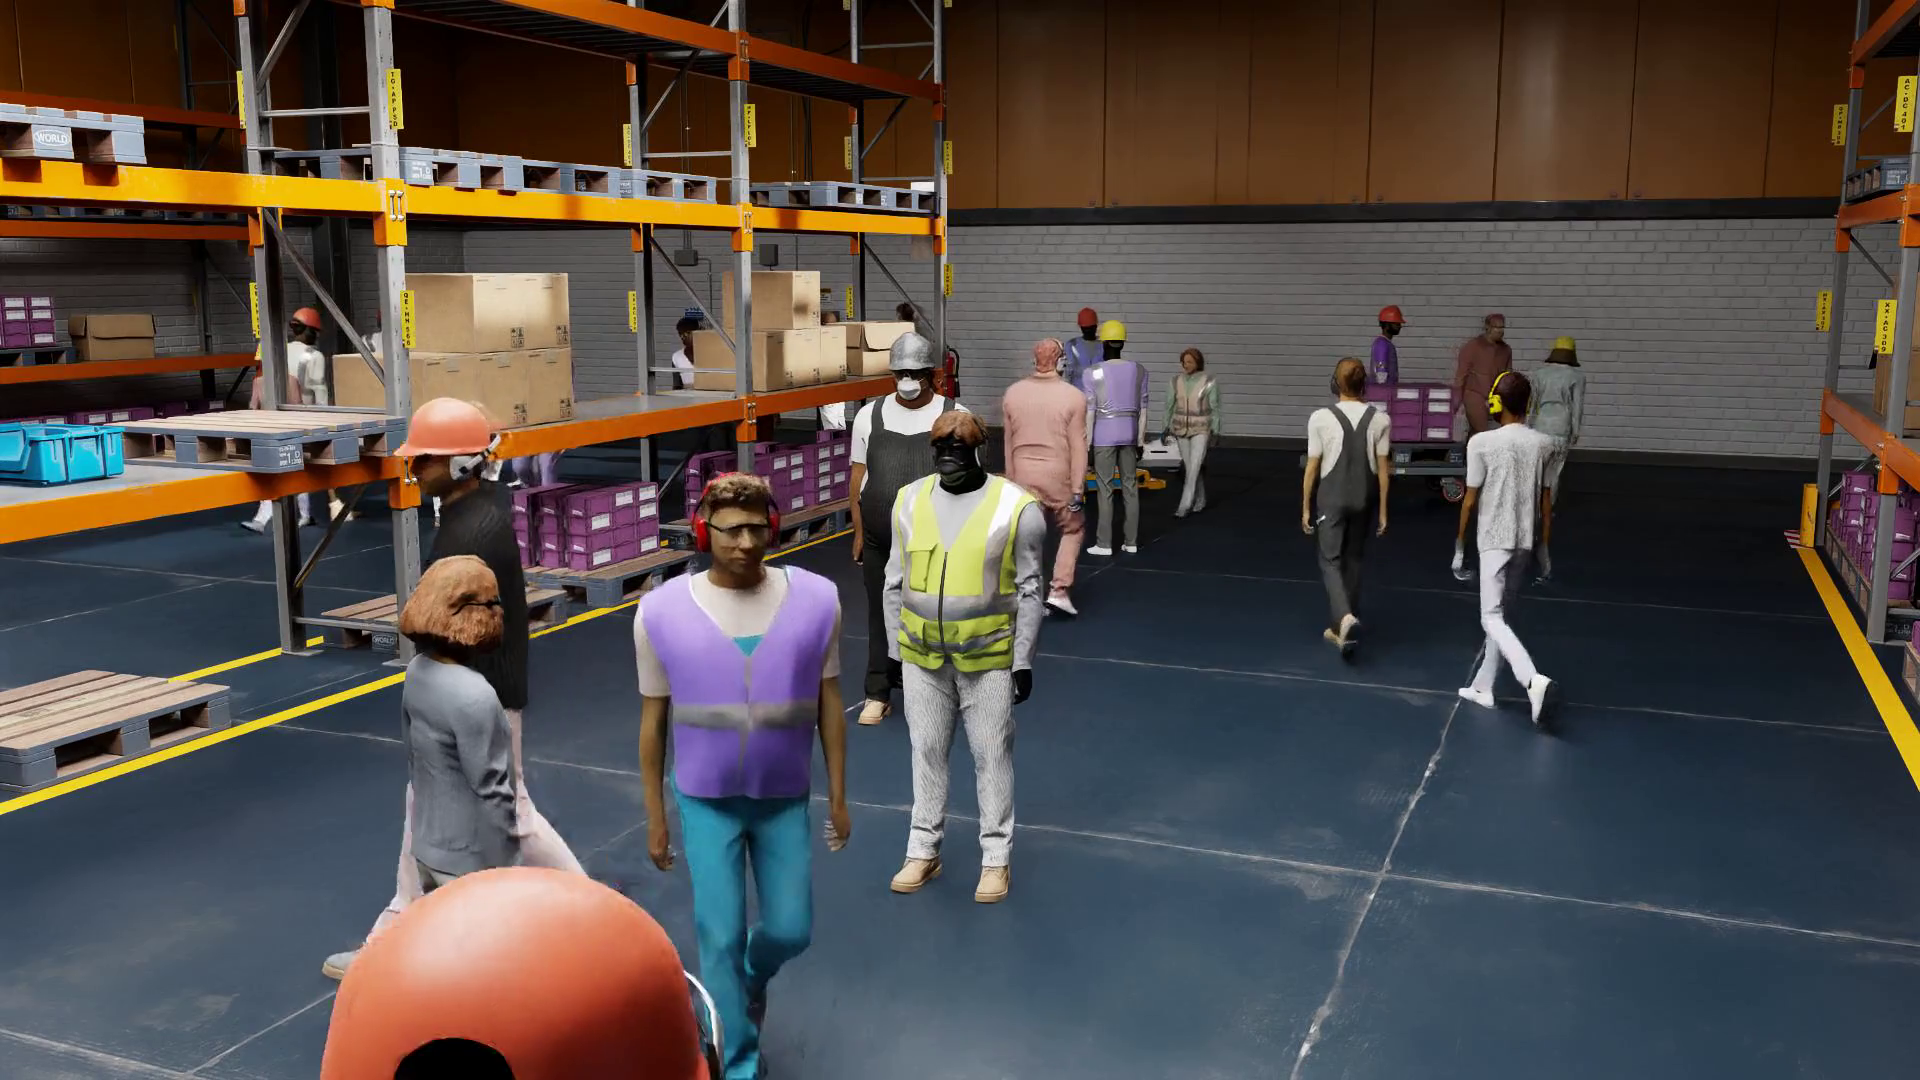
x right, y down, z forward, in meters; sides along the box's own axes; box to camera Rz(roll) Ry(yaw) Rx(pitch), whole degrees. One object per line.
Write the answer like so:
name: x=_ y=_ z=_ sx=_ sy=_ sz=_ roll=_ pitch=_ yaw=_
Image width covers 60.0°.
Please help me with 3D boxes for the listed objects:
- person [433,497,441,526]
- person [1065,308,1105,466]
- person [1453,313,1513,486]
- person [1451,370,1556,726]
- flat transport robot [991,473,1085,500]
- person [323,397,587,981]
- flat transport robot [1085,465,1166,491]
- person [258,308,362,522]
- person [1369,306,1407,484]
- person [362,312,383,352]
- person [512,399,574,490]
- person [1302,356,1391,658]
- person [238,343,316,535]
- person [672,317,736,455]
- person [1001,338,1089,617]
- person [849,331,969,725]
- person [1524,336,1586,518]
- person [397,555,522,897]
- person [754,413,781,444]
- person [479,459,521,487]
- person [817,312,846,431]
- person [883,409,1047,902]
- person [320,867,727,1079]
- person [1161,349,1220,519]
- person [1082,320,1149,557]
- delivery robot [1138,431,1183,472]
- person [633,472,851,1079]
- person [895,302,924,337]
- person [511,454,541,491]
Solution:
person: x=-4.623 y=-1.057 z=15.125 sx=0.352 sy=1.882 sz=0.576 roll=6 pitch=11 yaw=30
person: x=1.428 y=-1.594 z=18.328 sx=0.554 sy=1.912 sz=0.541 roll=0 pitch=9 yaw=-2
person: x=5.601 y=-1.445 z=17.532 sx=0.656 sy=1.856 sz=0.950 roll=-5 pitch=11 yaw=-29
person: x=2.867 y=0.041 z=8.656 sx=0.519 sy=1.834 sz=0.834 roll=-2 pitch=10 yaw=-14
flat transport robot: x=0.592 y=-0.516 z=16.719 sx=0.652 sy=0.197 sz=1.431 roll=-5 pitch=11 yaw=-30
person: x=-1.618 y=0.501 z=5.491 sx=0.941 sy=1.955 sz=0.634 roll=-4 pitch=10 yaw=-23
flat transport robot: x=1.383 y=-0.637 z=17.450 sx=1.431 sy=0.197 sz=0.652 roll=-4 pitch=10 yaw=-25
person: x=-6.057 y=-1.142 z=15.383 sx=0.808 sy=1.987 sz=0.586 roll=4 pitch=10 yaw=23
person: x=4.639 y=-1.580 z=18.138 sx=0.413 sy=1.937 sz=0.575 roll=3 pitch=10 yaw=16
person: x=-7.056 y=-1.907 z=20.477 sx=0.587 sy=1.833 sz=1.025 roll=-3 pitch=10 yaw=-19
person: x=-3.837 y=-1.059 z=15.130 sx=0.664 sy=1.884 sz=0.434 roll=0 pitch=9 yaw=0
person: x=2.354 y=-0.191 z=10.062 sx=0.512 sy=1.828 sz=0.785 roll=-1 pitch=9 yaw=-3
person: x=-6.071 y=-0.904 z=14.695 sx=0.547 sy=1.713 sz=0.937 roll=5 pitch=11 yaw=28
person: x=-2.477 y=-1.258 z=16.381 sx=0.656 sy=1.871 sz=0.636 roll=2 pitch=10 yaw=11
person: x=0.599 y=-0.397 z=11.093 sx=0.668 sy=1.890 sz=0.473 roll=5 pitch=11 yaw=30
person: x=-0.246 y=-0.048 z=8.530 sx=0.684 sy=2.000 sz=0.538 roll=1 pitch=9 yaw=7
person: x=5.552 y=-1.044 z=15.539 sx=0.522 sy=1.709 sz=0.474 roll=6 pitch=11 yaw=33
person: x=-1.282 y=0.846 z=4.347 sx=0.289 sy=1.633 sz=0.499 roll=-8 pitch=12 yaw=-39
person: x=-2.042 y=-1.305 z=17.005 sx=0.527 sy=1.761 sz=0.347 roll=6 pitch=11 yaw=34
person: x=-4.940 y=-1.479 z=17.720 sx=0.797 sy=1.866 sz=0.673 roll=-1 pitch=9 yaw=-7
person: x=-1.508 y=-1.702 z=19.177 sx=0.429 sy=1.838 sz=0.621 roll=3 pitch=10 yaw=16
person: x=-0.002 y=0.431 z=6.235 sx=0.626 sy=1.844 sz=0.429 roll=3 pitch=10 yaw=19
person: x=-0.357 y=1.202 z=1.205 sx=0.623 sy=1.959 sz=0.896 roll=6 pitch=11 yaw=32
person: x=2.180 y=-1.011 z=15.729 sx=0.533 sy=1.588 sz=0.878 roll=6 pitch=11 yaw=32
person: x=1.247 y=-0.822 z=13.564 sx=0.587 sy=1.928 sz=0.381 roll=-3 pitch=10 yaw=-20
delivery robot: x=2.285 y=-0.956 z=18.246 sx=0.707 sy=0.478 sz=0.477 roll=0 pitch=9 yaw=-1
person: x=-0.604 y=0.700 z=4.637 sx=0.585 sy=1.828 sz=0.664 roll=-3 pitch=10 yaw=-16
person: x=-0.555 y=-2.057 z=21.105 sx=0.706 sy=1.917 sz=0.632 roll=3 pitch=10 yaw=19
person: x=-4.516 y=-1.386 z=17.270 sx=0.404 sy=1.832 sz=0.594 roll=-3 pitch=10 yaw=-19
